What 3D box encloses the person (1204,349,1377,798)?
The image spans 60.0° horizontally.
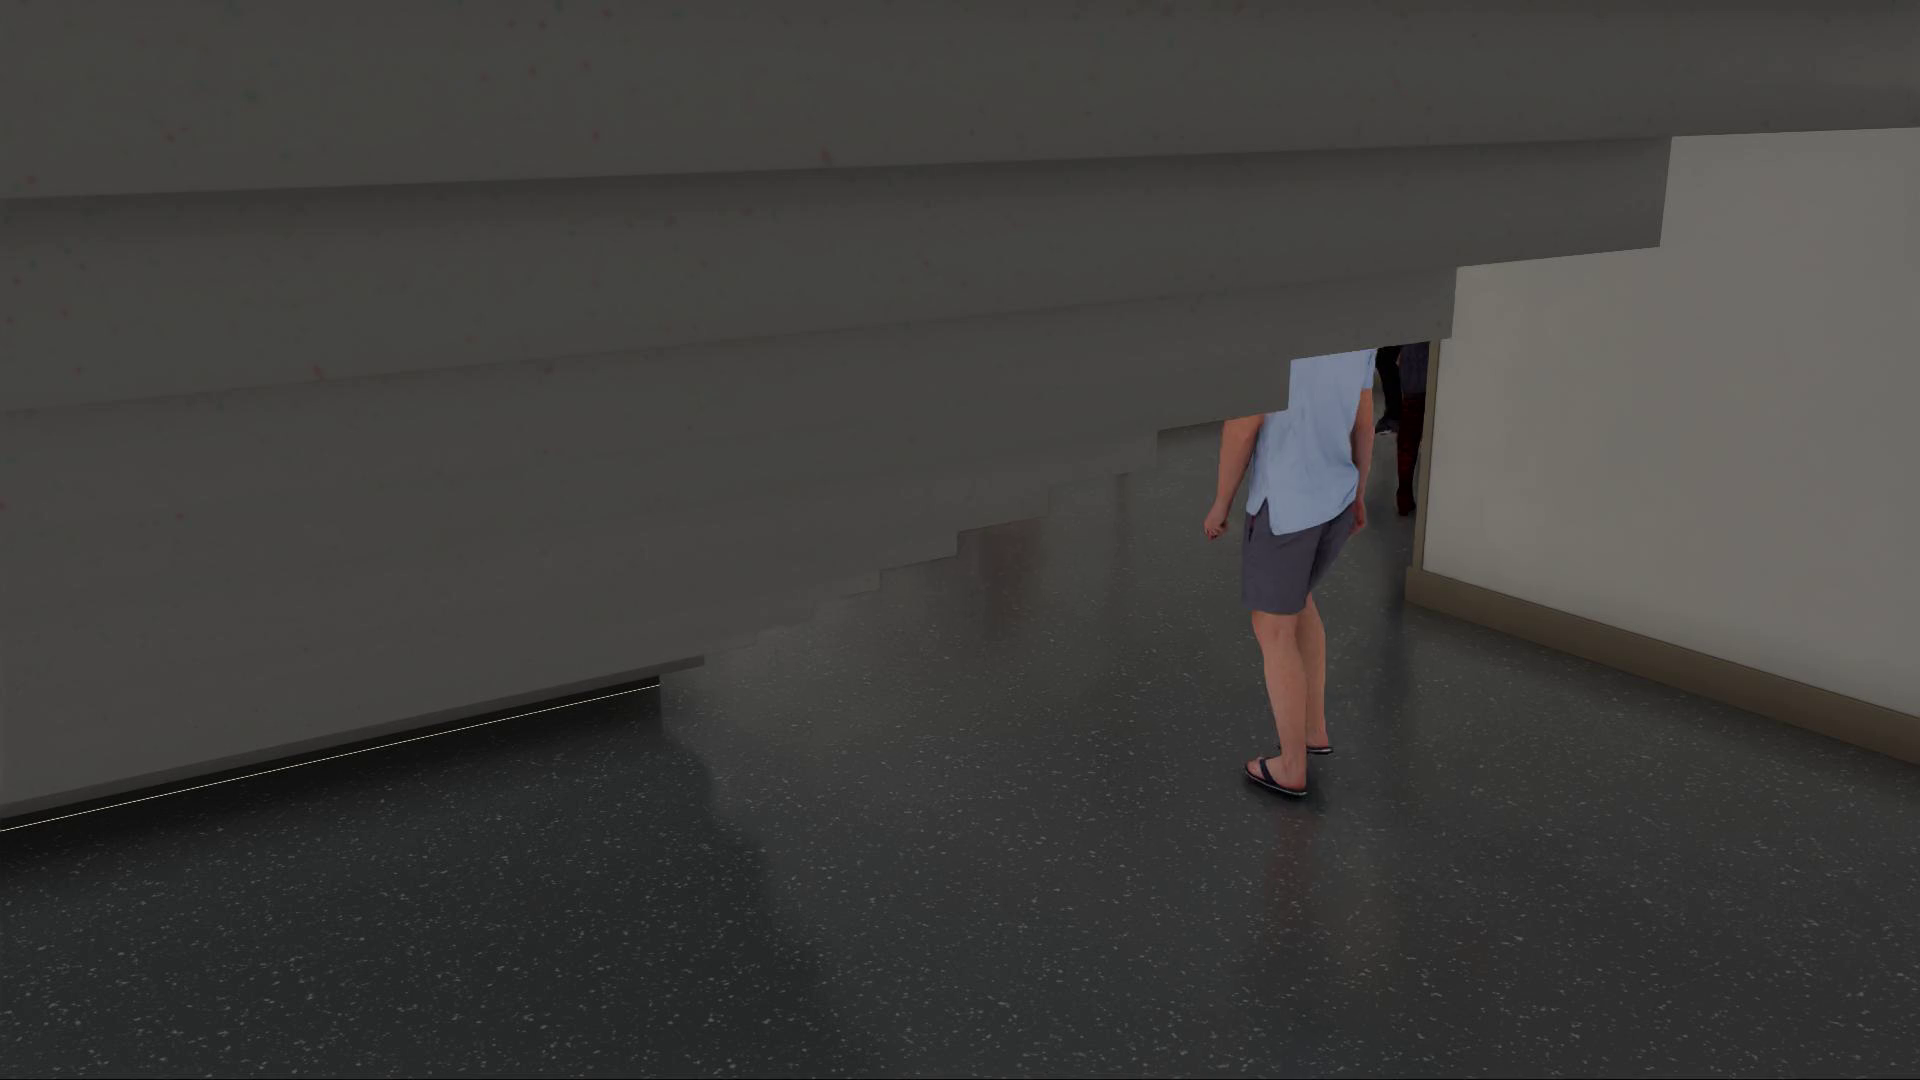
[{"bbox_3d":[1.125,-0.060,5.241,0.666,1.815,0.648,-10,18,-31],"label":"person"}]
